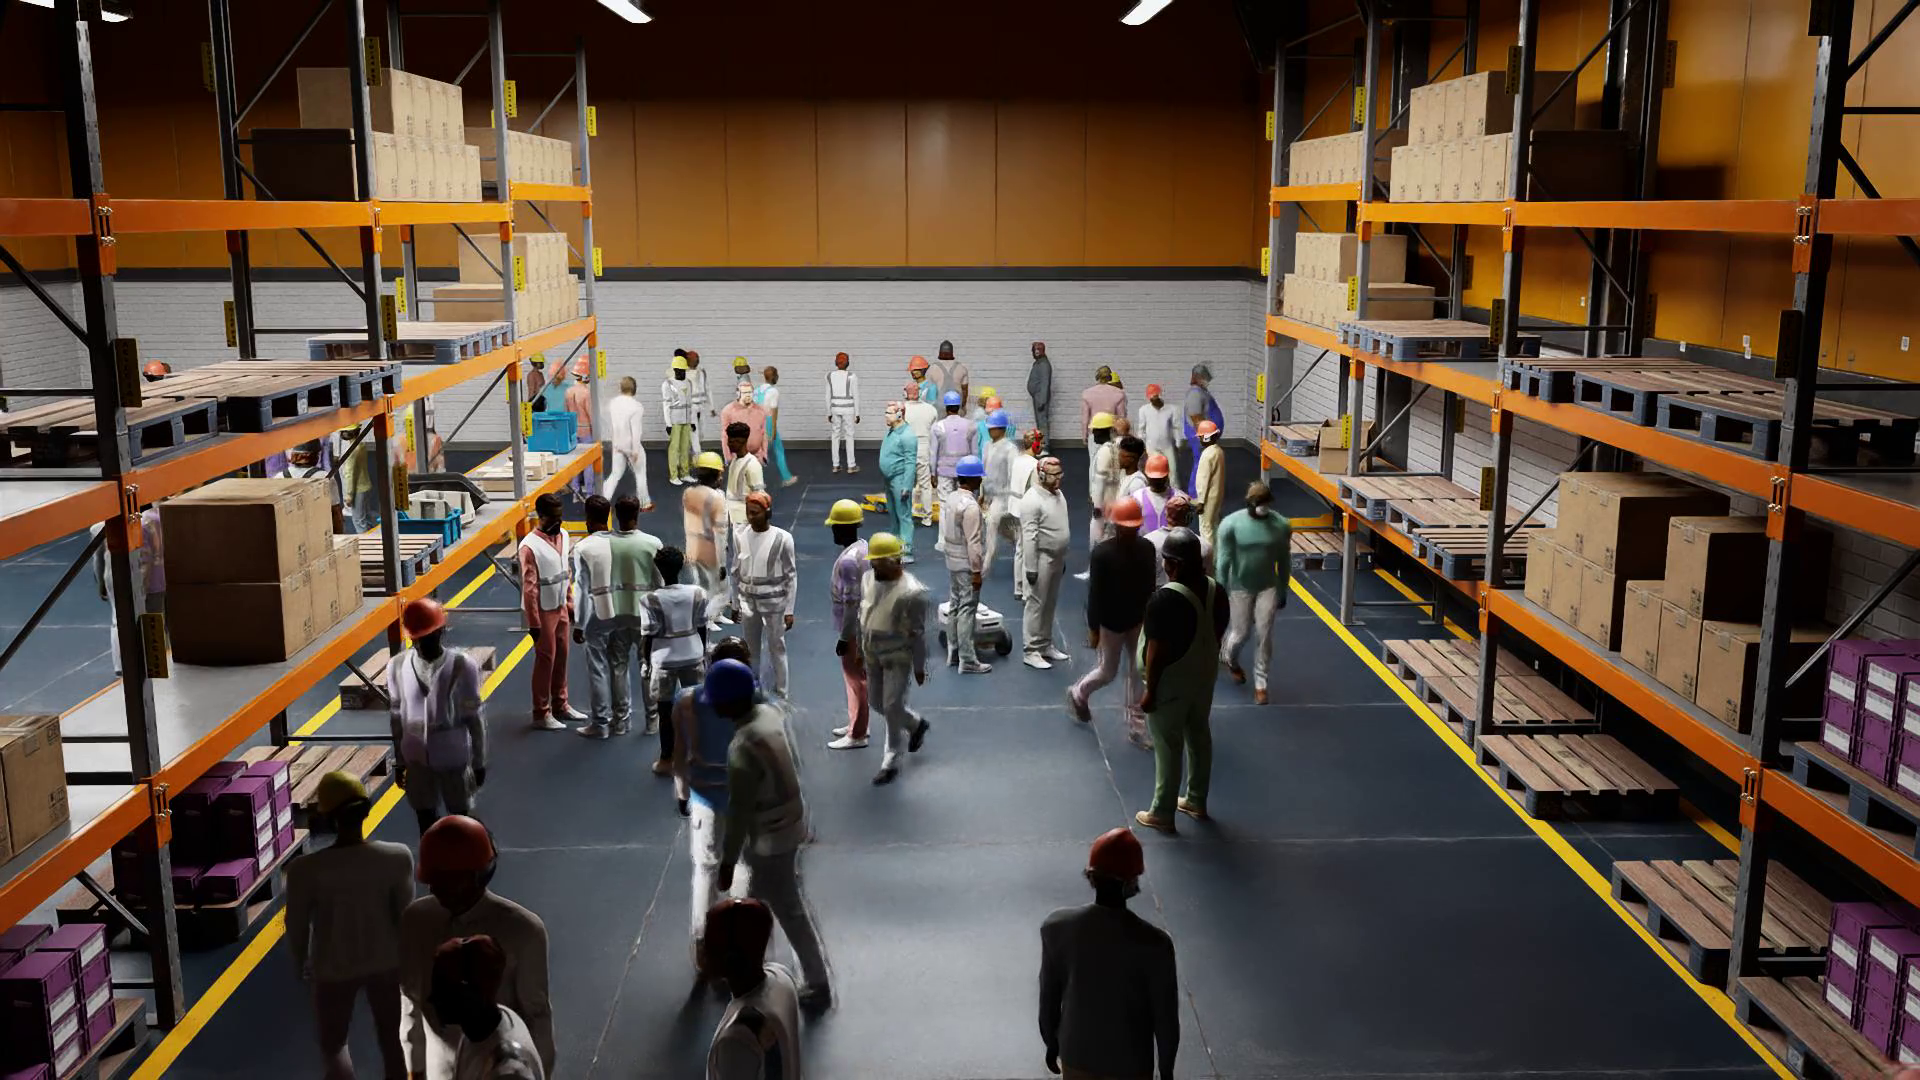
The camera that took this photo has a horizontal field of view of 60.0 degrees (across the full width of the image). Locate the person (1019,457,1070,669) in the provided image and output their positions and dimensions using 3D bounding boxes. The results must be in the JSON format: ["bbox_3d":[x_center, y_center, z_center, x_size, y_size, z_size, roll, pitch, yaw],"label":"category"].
[{"bbox_3d":[0.792,0.193,15.002,0.403,1.905,0.652,6,13,29],"label":"person"}]

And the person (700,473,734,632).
[{"bbox_3d":[-2.425,0.064,16.311,0.308,1.645,0.515,3,12,16],"label":"person"}]

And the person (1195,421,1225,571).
[{"bbox_3d":[2.801,-0.484,18.825,0.355,1.737,0.576,5,13,26],"label":"person"}]

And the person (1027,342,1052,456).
[{"bbox_3d":[1.320,-2.353,27.778,0.400,1.905,0.643,-1,11,-3],"label":"person"}]

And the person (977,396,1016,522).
[{"bbox_3d":[0.429,-0.979,21.294,0.563,1.743,0.350,6,13,26],"label":"person"}]

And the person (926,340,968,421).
[{"bbox_3d":[-0.226,-2.169,26.509,0.688,2.000,0.536,-2,11,-11],"label":"person"}]

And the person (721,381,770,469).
[{"bbox_3d":[-2.752,-1.093,21.447,0.636,1.911,0.404,-7,13,-30],"label":"person"}]

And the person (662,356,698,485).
[{"bbox_3d":[-4.183,-1.791,24.899,0.366,1.926,0.593,8,14,33],"label":"person"}]

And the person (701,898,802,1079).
[{"bbox_3d":[-0.690,2.088,5.568,0.340,1.878,0.573,2,11,9],"label":"person"}]

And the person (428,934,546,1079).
[{"bbox_3d":[-1.455,2.143,5.324,0.374,1.877,0.581,-5,12,-24],"label":"person"}]

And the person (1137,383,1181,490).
[{"bbox_3d":[2.809,-1.331,23.144,0.686,1.704,0.384,1,11,4],"label":"person"}]

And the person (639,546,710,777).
[{"bbox_3d":[-2.072,0.881,12.092,0.531,1.692,0.320,-7,13,-30],"label":"person"}]

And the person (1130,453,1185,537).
[{"bbox_3d":[1.794,0.157,15.152,0.548,1.923,0.390,1,11,3],"label":"person"}]

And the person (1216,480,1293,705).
[{"bbox_3d":[2.446,0.404,13.939,0.656,1.911,0.628,-1,11,-3],"label":"person"}]

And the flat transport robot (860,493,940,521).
[{"bbox_3d":[-0.634,-0.481,22.500,1.431,0.197,0.652,10,15,42],"label":"flat transport robot"}]

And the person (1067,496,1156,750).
[{"bbox_3d":[1.191,0.602,12.848,0.620,1.965,0.808,-7,13,-31],"label":"person"}]

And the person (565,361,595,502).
[{"bbox_3d":[-5.252,-1.498,23.258,0.609,1.996,0.379,9,14,38],"label":"person"}]

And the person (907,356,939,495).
[{"bbox_3d":[-0.562,-1.615,23.764,0.407,2.036,0.609,-9,14,-38],"label":"person"}]

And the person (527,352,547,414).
[{"bbox_3d":[-6.983,-2.235,27.562,0.340,1.760,0.529,2,11,8],"label":"person"}]

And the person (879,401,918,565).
[{"bbox_3d":[-0.740,-0.663,19.290,0.406,1.911,0.638,-5,12,-24],"label":"person"}]

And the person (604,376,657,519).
[{"bbox_3d":[-4.491,-1.236,22.208,0.630,1.905,0.963,6,13,28],"label":"person"}]

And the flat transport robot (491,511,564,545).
[{"bbox_3d":[-5.696,-0.180,20.988,0.652,0.197,1.431,4,12,21],"label":"flat transport robot"}]

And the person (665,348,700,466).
[{"bbox_3d":[-4.444,-2.125,26.648,0.609,1.902,0.457,3,12,16],"label":"person"}]

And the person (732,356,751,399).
[{"bbox_3d":[-3.527,-2.109,26.974,0.320,1.738,0.484,0,11,-1],"label":"person"}]

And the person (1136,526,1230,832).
[{"bbox_3d":[1.426,0.908,11.080,0.682,2.000,0.537,-9,15,-39],"label":"person"}]

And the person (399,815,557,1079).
[{"bbox_3d":[-1.767,1.938,6.063,0.621,1.985,0.408,4,12,17],"label":"person"}]

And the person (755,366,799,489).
[{"bbox_3d":[-2.770,-1.656,24.521,0.514,1.800,0.896,9,14,38],"label":"person"}]

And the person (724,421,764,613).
[{"bbox_3d":[-2.214,-0.241,17.031,0.361,1.962,0.613,-6,13,-27],"label":"person"}]

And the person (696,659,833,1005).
[{"bbox_3d":[-1.016,1.505,8.469,0.766,1.884,0.634,0,11,2],"label":"person"}]

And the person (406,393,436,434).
[{"bbox_3d":[-7.812,-1.586,24.113,0.404,1.834,0.562,3,12,16],"label":"person"}]

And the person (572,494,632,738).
[{"bbox_3d":[-2.771,0.594,13.000,0.402,1.908,0.598,7,13,31],"label":"person"}]

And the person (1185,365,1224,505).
[{"bbox_3d":[3.395,-1.485,23.076,0.538,2.000,0.797,3,12,14],"label":"person"}]

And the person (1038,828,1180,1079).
[{"bbox_3d":[0.591,1.968,6.490,0.573,1.746,0.346,6,13,26],"label":"person"}]

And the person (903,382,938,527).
[{"bbox_3d":[-0.605,-1.091,21.460,0.651,1.898,0.402,-6,13,-27],"label":"person"}]

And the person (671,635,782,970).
[{"bbox_3d":[-1.274,1.418,9.112,0.631,1.816,0.887,0,11,2],"label":"person"}]

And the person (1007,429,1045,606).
[{"bbox_3d":[0.708,-0.234,17.331,0.394,1.836,0.560,-4,12,-20],"label":"person"}]

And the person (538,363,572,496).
[{"bbox_3d":[-5.785,-1.613,24.047,0.694,1.912,1.096,1,11,7],"label":"person"}]

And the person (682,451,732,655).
[{"bbox_3d":[-2.325,0.134,15.317,0.611,1.898,0.455,10,15,41],"label":"person"}]

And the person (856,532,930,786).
[{"bbox_3d":[-0.475,0.819,12.126,0.610,1.806,0.733,9,15,39],"label":"person"}]

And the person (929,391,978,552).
[{"bbox_3d":[-0.082,-0.822,20.013,0.607,1.939,0.419,-2,11,-11],"label":"person"}]

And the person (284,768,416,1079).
[{"bbox_3d":[-2.574,1.845,7.119,0.536,1.748,0.557,-6,13,-29],"label":"person"}]

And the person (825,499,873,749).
[{"bbox_3d":[-0.841,0.637,12.718,0.361,1.929,0.587,1,11,4],"label":"person"}]

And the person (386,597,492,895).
[{"bbox_3d":[-3.047,1.234,9.792,0.550,1.913,0.631,0,11,2],"label":"person"}]

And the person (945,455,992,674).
[{"bbox_3d":[0.064,0.212,14.802,0.394,1.945,0.618,-4,12,-19],"label":"person"}]

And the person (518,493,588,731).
[{"bbox_3d":[-3.260,0.562,13.164,0.400,1.908,0.599,3,12,16],"label":"person"}]

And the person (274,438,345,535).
[{"bbox_3d":[-6.111,-0.030,15.783,0.675,2.000,0.536,2,11,11],"label":"person"}]

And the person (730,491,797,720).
[{"bbox_3d":[-1.588,0.533,13.350,0.585,1.883,0.340,5,13,25],"label":"person"}]

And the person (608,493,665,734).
[{"bbox_3d":[-2.570,0.585,13.013,0.592,1.917,0.392,1,11,4],"label":"person"}]

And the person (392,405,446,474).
[{"bbox_3d":[-6.207,-0.630,19.164,0.617,1.884,0.927,-2,11,-8],"label":"person"}]

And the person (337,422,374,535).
[{"bbox_3d":[-6.940,-0.553,19.116,0.340,1.760,0.526,0,11,-2],"label":"person"}]

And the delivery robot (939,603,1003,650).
[{"bbox_3d":[0.097,0.741,15.420,0.477,0.478,0.707,-7,13,-30],"label":"delivery robot"}]

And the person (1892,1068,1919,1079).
[{"bbox_3d":[2.669,2.310,4.865,0.574,1.720,0.841,-7,13,-31],"label":"person"}]

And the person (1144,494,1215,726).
[{"bbox_3d":[1.709,0.584,13.042,0.643,1.909,0.410,6,13,28],"label":"person"}]

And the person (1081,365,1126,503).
[{"bbox_3d":[2.005,-1.477,23.297,0.631,1.940,0.372,1,11,5],"label":"person"}]

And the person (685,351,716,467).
[{"bbox_3d":[-4.254,-2.102,26.633,0.583,1.861,0.799,-9,14,-38],"label":"person"}]

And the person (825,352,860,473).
[{"bbox_3d":[-1.825,-1.995,26.025,0.574,1.886,0.356,4,12,20],"label":"person"}]

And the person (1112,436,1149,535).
[{"bbox_3d":[1.631,-0.021,15.923,0.361,1.965,0.613,0,11,-2],"label":"person"}]

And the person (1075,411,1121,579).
[{"bbox_3d":[1.627,-0.463,18.294,0.659,1.907,0.607,2,11,8],"label":"person"}]

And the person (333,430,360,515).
[{"bbox_3d":[-8.276,-1.200,22.419,0.322,1.737,0.484,4,12,19],"label":"person"}]

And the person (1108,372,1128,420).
[{"bbox_3d":[2.253,-1.612,24.495,0.325,1.732,0.491,-8,14,-36],"label":"person"}]
